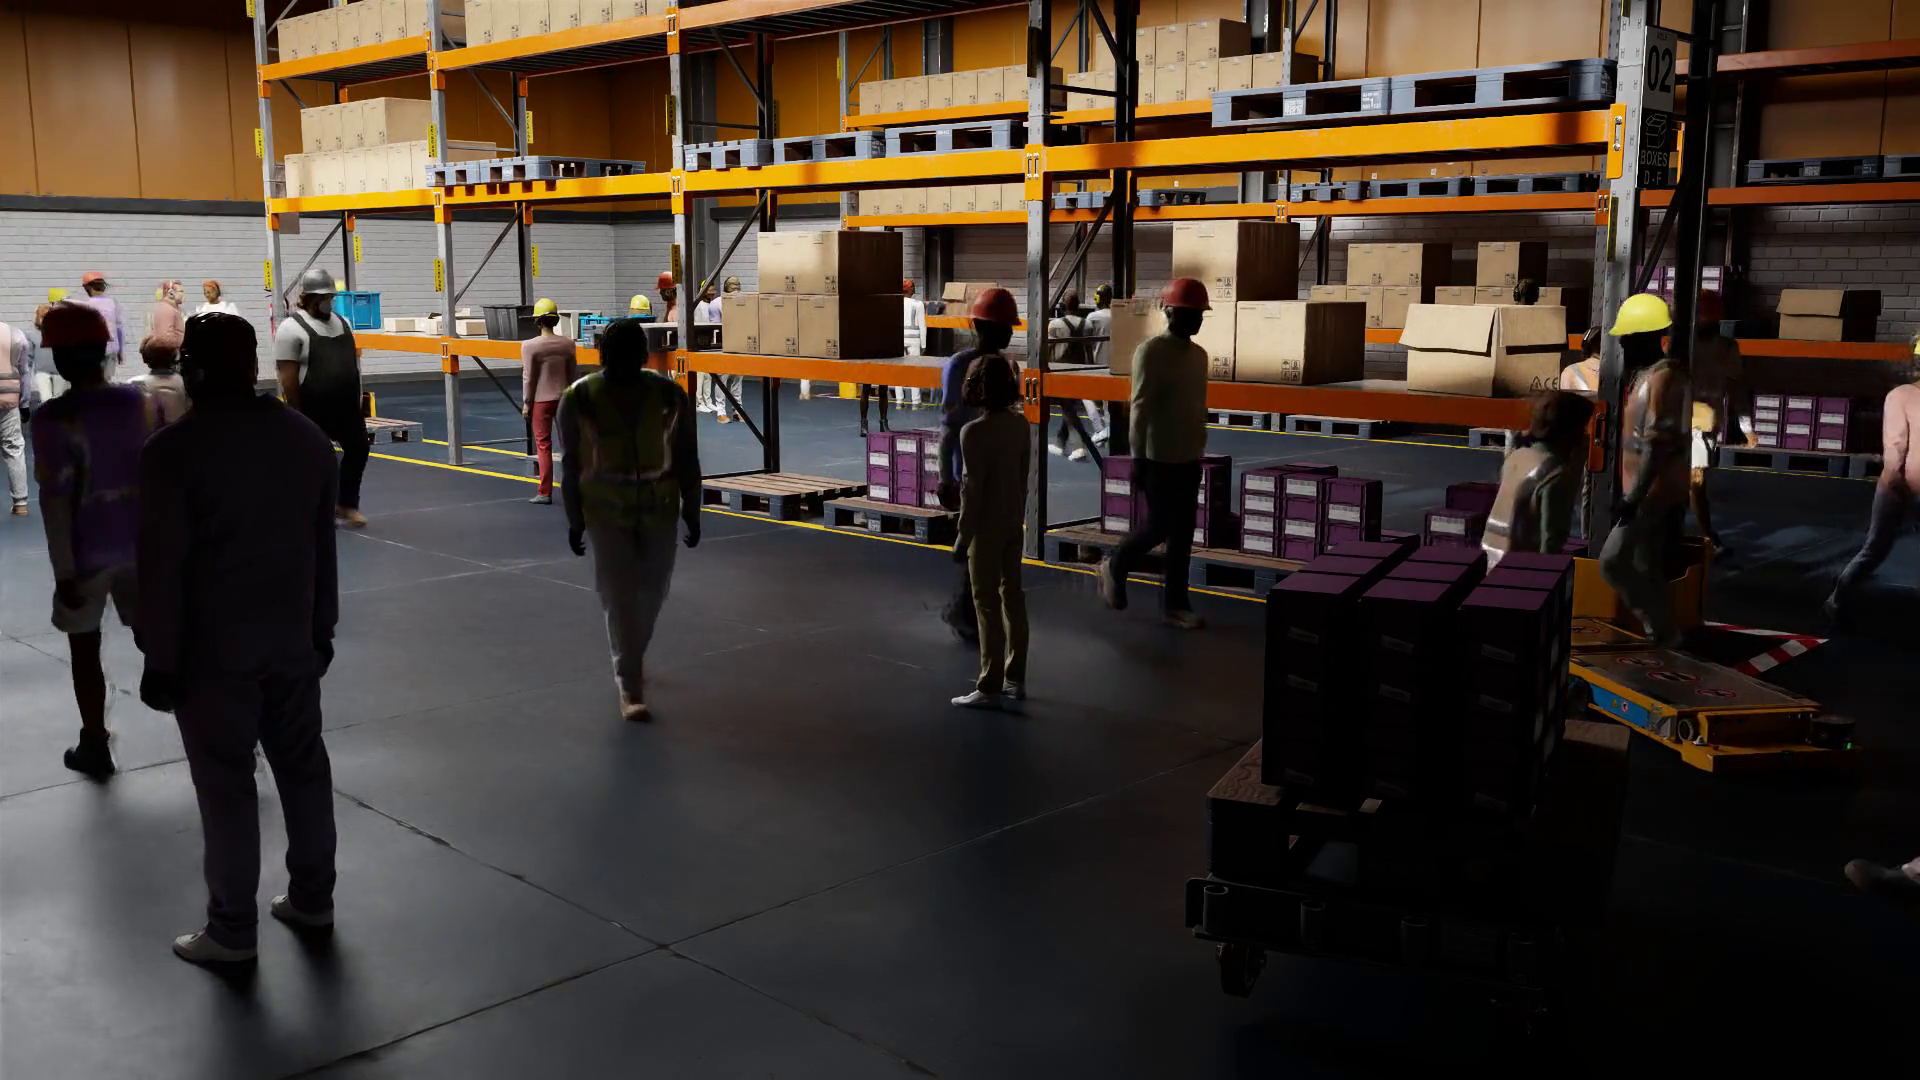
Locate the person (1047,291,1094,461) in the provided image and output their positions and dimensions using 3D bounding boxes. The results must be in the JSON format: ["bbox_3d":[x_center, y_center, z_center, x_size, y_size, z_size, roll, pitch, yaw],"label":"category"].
[{"bbox_3d":[1.167,-1.748,17.711,0.533,1.803,0.986,-4,10,-24],"label":"person"}]

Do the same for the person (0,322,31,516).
[{"bbox_3d":[-7.869,-1.086,13.479,0.429,1.843,0.633,8,12,39],"label":"person"}]

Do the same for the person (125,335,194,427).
[{"bbox_3d":[-5.157,-0.541,10.879,0.532,1.601,0.850,-9,13,-42],"label":"person"}]

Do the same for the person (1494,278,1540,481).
[{"bbox_3d":[5.309,-1.494,15.683,0.630,1.938,0.366,-1,9,-9],"label":"person"}]

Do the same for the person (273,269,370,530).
[{"bbox_3d":[-4.872,-1.075,12.803,0.582,2.000,0.710,6,11,32],"label":"person"}]

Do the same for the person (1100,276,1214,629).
[{"bbox_3d":[1.141,-0.486,9.382,0.665,1.979,0.613,-8,12,-42],"label":"person"}]

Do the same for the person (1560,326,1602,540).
[{"bbox_3d":[4.301,-0.640,11.357,0.514,1.642,0.314,-3,10,-17],"label":"person"}]

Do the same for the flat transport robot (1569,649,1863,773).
[{"bbox_3d":[3.176,0.709,7.277,0.652,0.197,1.431,-1,9,-9],"label":"flat transport robot"}]

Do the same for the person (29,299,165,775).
[{"bbox_3d":[-3.281,0.022,6.486,0.811,1.917,0.564,6,11,31],"label":"person"}]

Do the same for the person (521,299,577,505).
[{"bbox_3d":[-3.533,-1.186,14.328,0.525,1.769,0.308,-9,13,-44],"label":"person"}]

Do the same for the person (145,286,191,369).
[{"bbox_3d":[-10.343,-2.423,21.806,0.591,1.804,0.422,-4,10,-22],"label":"person"}]

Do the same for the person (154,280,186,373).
[{"bbox_3d":[-9.430,-2.192,20.103,0.538,1.887,0.677,-4,10,-24],"label":"person"}]

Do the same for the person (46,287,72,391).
[{"bbox_3d":[-11.576,-2.416,21.778,0.742,1.795,0.609,5,11,30],"label":"person"}]

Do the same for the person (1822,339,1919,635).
[{"bbox_3d":[5.062,-0.284,8.905,0.526,1.728,0.865,-2,10,-14],"label":"person"}]

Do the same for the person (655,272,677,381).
[{"bbox_3d":[-3.112,-1.923,18.159,0.392,1.991,0.613,-3,10,-16],"label":"person"}]

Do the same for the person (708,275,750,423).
[{"bbox_3d":[-3.008,-2.506,21.909,0.628,1.935,0.373,-8,13,-42],"label":"person"}]

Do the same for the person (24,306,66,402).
[{"bbox_3d":[-10.513,-1.908,19.266,0.522,1.580,0.843,-8,12,-40],"label":"person"}]

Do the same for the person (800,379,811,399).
[{"bbox_3d":[-2.427,-3.090,25.963,0.638,1.784,0.932,-3,10,-20],"label":"person"}]

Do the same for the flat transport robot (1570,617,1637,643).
[{"bbox_3d":[2.742,0.551,8.244,1.431,0.197,0.652,-2,9,-9],"label":"flat transport robot"}]

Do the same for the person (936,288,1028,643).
[{"bbox_3d":[0.150,-0.375,8.885,0.415,1.917,0.572,8,12,39],"label":"person"}]

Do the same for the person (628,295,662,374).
[{"bbox_3d":[-3.418,-1.755,17.883,0.296,1.744,0.487,9,13,43],"label":"person"}]

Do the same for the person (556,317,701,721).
[{"bbox_3d":[-1.533,-0.132,7.738,0.632,1.814,0.863,-4,10,-23],"label":"person"}]

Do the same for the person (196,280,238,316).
[{"bbox_3d":[-10.132,-2.592,22.654,0.608,1.856,0.706,1,9,7],"label":"person"}]

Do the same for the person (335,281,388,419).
[{"bbox_3d":[-7.934,-2.367,21.281,1.024,1.867,0.625,0,9,0],"label":"person"}]

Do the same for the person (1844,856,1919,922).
[{"bbox_3d":[3.207,0.308,4.750,0.624,1.907,1.114,-8,12,-40],"label":"person"}]

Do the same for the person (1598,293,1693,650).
[{"bbox_3d":[3.391,-0.257,8.212,0.476,1.899,0.610,2,10,15],"label":"person"}]

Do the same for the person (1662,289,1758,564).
[{"bbox_3d":[5.160,-0.779,11.482,0.571,1.869,0.983,-2,9,-12],"label":"person"}]

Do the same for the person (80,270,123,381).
[{"bbox_3d":[-10.907,-2.429,21.207,0.653,2.015,0.616,5,11,29],"label":"person"}]

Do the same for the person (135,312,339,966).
[{"bbox_3d":[-2.133,0.283,4.919,0.403,1.900,0.639,5,10,26],"label":"person"}]

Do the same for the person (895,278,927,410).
[{"bbox_3d":[-0.738,-2.803,23.880,0.575,1.885,0.355,4,10,23],"label":"person"}]

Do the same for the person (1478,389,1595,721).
[{"bbox_3d":[2.213,0.176,6.636,1.015,1.549,0.529,0,9,-1],"label":"person"}]

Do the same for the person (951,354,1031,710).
[{"bbox_3d":[0.144,-0.035,7.668,0.281,1.634,0.498,6,11,34],"label":"person"}]

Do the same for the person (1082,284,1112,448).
[{"bbox_3d":[1.599,-1.959,18.800,0.551,1.851,0.440,-5,11,-30],"label":"person"}]

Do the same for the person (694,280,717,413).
[{"bbox_3d":[-3.574,-2.739,23.522,0.330,1.874,0.518,4,10,24],"label":"person"}]

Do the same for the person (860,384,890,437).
[{"bbox_3d":[-0.997,-2.206,20.062,0.547,1.934,0.375,-3,10,-17],"label":"person"}]
